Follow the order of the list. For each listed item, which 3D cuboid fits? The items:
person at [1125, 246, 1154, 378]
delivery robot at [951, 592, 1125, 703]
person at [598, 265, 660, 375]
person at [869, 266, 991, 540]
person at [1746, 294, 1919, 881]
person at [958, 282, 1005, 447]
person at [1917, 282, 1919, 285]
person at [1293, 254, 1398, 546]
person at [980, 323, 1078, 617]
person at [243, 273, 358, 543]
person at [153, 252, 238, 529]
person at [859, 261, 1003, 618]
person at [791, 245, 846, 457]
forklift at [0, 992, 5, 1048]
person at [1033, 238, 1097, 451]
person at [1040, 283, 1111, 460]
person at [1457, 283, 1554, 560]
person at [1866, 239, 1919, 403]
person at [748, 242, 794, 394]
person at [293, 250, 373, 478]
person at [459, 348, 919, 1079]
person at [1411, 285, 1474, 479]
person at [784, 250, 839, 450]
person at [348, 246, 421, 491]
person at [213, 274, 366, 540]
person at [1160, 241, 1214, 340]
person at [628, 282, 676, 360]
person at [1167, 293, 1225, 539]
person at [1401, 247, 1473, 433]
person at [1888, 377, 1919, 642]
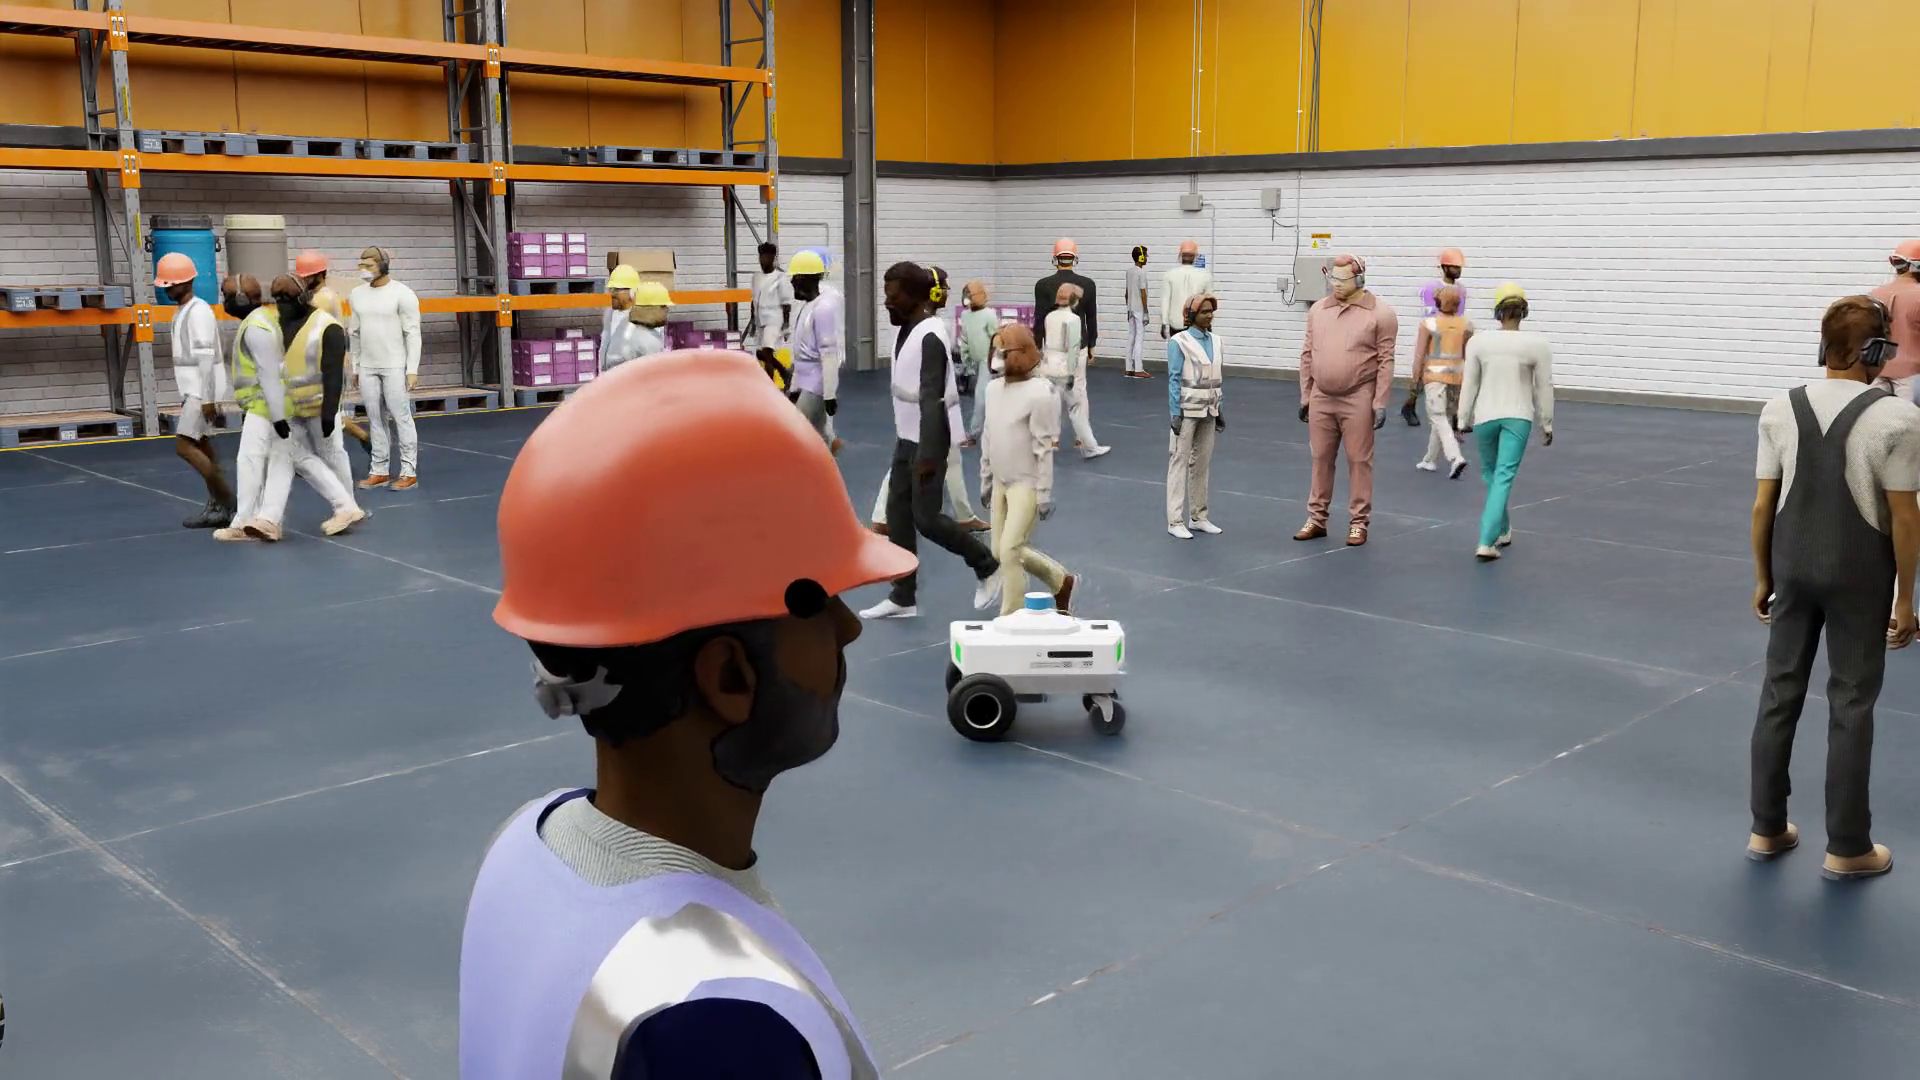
[{"bbox_3d":[2.544,-3.243,23.693,0.329,1.872,0.511,-5,12,-25],"label":"person"},{"bbox_3d":[0.317,0.459,6.840,0.707,0.478,0.477,0,10,-1],"label":"delivery robot"},{"bbox_3d":[-2.534,-1.251,13.027,0.818,1.803,0.590,-10,14,-43],"label":"person"},{"bbox_3d":[-0.224,-0.903,11.087,0.962,1.826,0.540,-7,12,-32],"label":"person"},{"bbox_3d":[2.758,0.153,5.263,0.344,1.839,0.505,-8,13,-38],"label":"person"},{"bbox_3d":[0.234,-1.706,16.116,0.743,1.592,0.524,-7,13,-35],"label":"person"},{"bbox_3d":[7.692,-1.355,13.433,0.979,1.843,0.777,3,11,15],"label":"person"},{"bbox_3d":[2.507,-0.913,10.912,0.637,1.902,0.406,8,13,36],"label":"person"},{"bbox_3d":[0.332,-0.266,8.164,0.648,1.607,0.505,-7,13,-34],"label":"person"},{"bbox_3d":[-4.397,-0.880,11.074,0.664,1.770,0.996,3,11,14],"label":"person"},{"bbox_3d":[-5.265,-1.009,11.419,0.411,1.903,0.567,-7,13,-35],"label":"person"},{"bbox_3d":[-0.146,-0.513,8.738,0.708,1.895,0.615,-3,11,-18],"label":"person"},{"bbox_3d":[-1.209,-1.498,13.986,0.430,1.936,0.631,-6,12,-31],"label":"person"},{"bbox_3d":[-3.245,0.323,3.363,2.313,2.155,1.214,2,11,13],"label":"forklift"},{"bbox_3d":[0.984,-1.835,15.675,0.614,1.993,0.395,-2,11,-10],"label":"person"},{"bbox_3d":[0.941,-1.477,14.783,0.858,1.587,0.537,-7,13,-34],"label":"person"},{"bbox_3d":[3.455,-0.751,10.509,0.561,1.703,0.860,6,12,31],"label":"person"},{"bbox_3d":[7.155,-1.282,12.674,0.392,1.990,0.611,-5,12,-28],"label":"person"},{"bbox_3d":[-2.290,-2.680,20.410,0.610,1.943,0.744,9,14,41],"label":"person"},{"bbox_3d":[-5.182,-1.440,13.783,0.690,1.907,0.548,-3,11,-16],"label":"person"},{"bbox_3d":[-0.188,0.824,1.319,0.347,1.943,0.544,-6,12,-31],"label":"person"},{"bbox_3d":[4.088,-1.334,13.995,0.518,1.608,0.820,-3,11,-16],"label":"person"},{"bbox_3d":[-1.082,-1.116,11.980,0.438,1.908,0.599,-2,11,-10],"label":"person"},{"bbox_3d":[-4.572,-1.355,13.212,0.638,1.936,0.356,4,11,20],"label":"person"},{"bbox_3d":[-4.496,-0.879,11.069,0.946,1.788,0.627,-2,11,-9],"label":"person"},{"bbox_3d":[2.797,-2.686,20.462,0.654,1.933,1.037,1,10,7],"label":"person"},{"bbox_3d":[-1.913,-0.805,10.807,0.722,1.718,0.503,-3,11,-16],"label":"person"},{"bbox_3d":[1.584,-0.836,11.197,0.510,1.640,0.308,-9,14,-41],"label":"person"},{"bbox_3d":[4.997,-2.092,17.343,0.561,1.909,0.946,-5,12,-25],"label":"person"},{"bbox_3d":[4.918,-0.296,8.295,0.291,1.623,0.494,-2,11,-9],"label":"person"}]
